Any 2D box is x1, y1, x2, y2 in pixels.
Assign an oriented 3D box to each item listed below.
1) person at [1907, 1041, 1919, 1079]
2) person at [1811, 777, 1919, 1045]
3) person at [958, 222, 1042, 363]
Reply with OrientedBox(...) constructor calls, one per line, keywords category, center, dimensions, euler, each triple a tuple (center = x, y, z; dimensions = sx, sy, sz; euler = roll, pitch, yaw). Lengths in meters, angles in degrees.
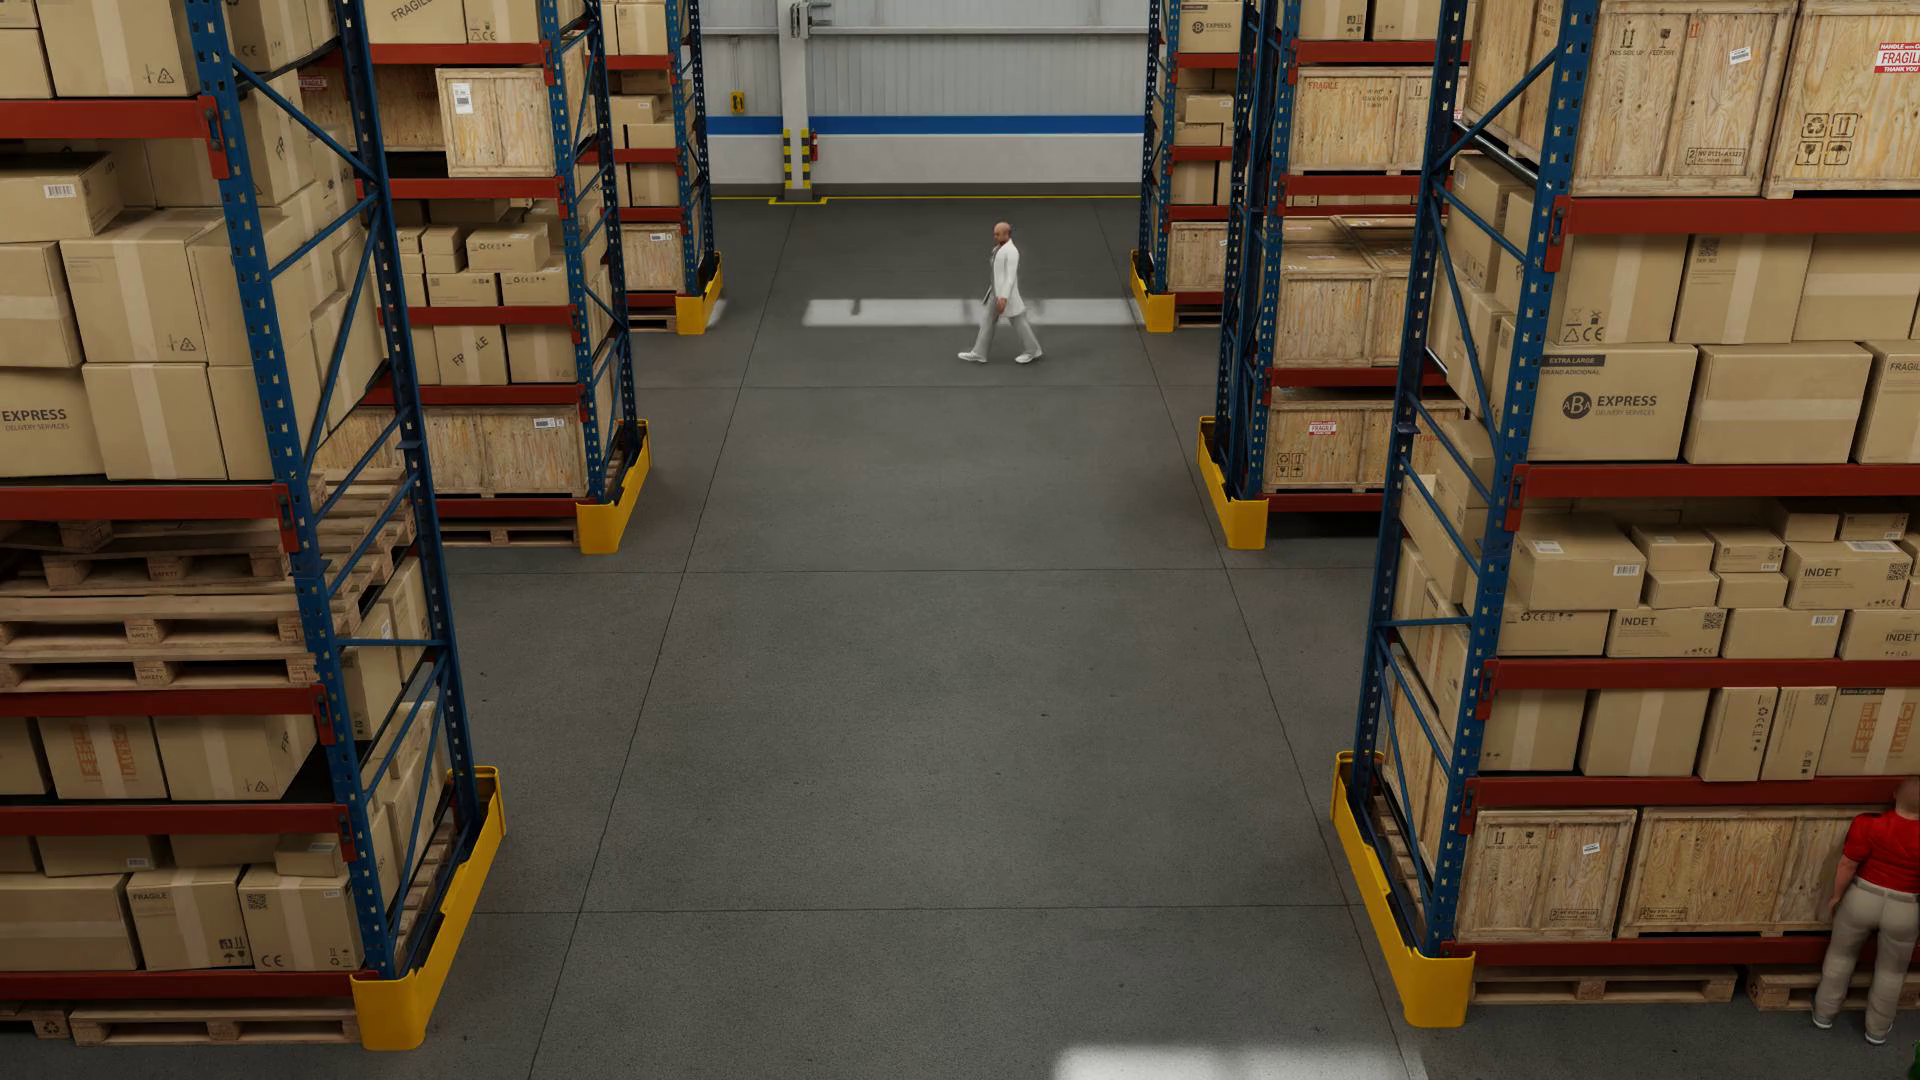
OrientedBox(category="person", center=(5.068, 2.523, 8.431), dimensions=(0.750, 1.778, 0.570), euler=(-3, 25, -6))
OrientedBox(category="person", center=(5.251, 2.076, 9.479), dimensions=(0.528, 1.727, 0.384), euler=(15, 29, 28))
OrientedBox(category="person", center=(0.514, -3.009, 20.298), dimensions=(1.025, 1.748, 0.611), euler=(-9, 26, -18))
